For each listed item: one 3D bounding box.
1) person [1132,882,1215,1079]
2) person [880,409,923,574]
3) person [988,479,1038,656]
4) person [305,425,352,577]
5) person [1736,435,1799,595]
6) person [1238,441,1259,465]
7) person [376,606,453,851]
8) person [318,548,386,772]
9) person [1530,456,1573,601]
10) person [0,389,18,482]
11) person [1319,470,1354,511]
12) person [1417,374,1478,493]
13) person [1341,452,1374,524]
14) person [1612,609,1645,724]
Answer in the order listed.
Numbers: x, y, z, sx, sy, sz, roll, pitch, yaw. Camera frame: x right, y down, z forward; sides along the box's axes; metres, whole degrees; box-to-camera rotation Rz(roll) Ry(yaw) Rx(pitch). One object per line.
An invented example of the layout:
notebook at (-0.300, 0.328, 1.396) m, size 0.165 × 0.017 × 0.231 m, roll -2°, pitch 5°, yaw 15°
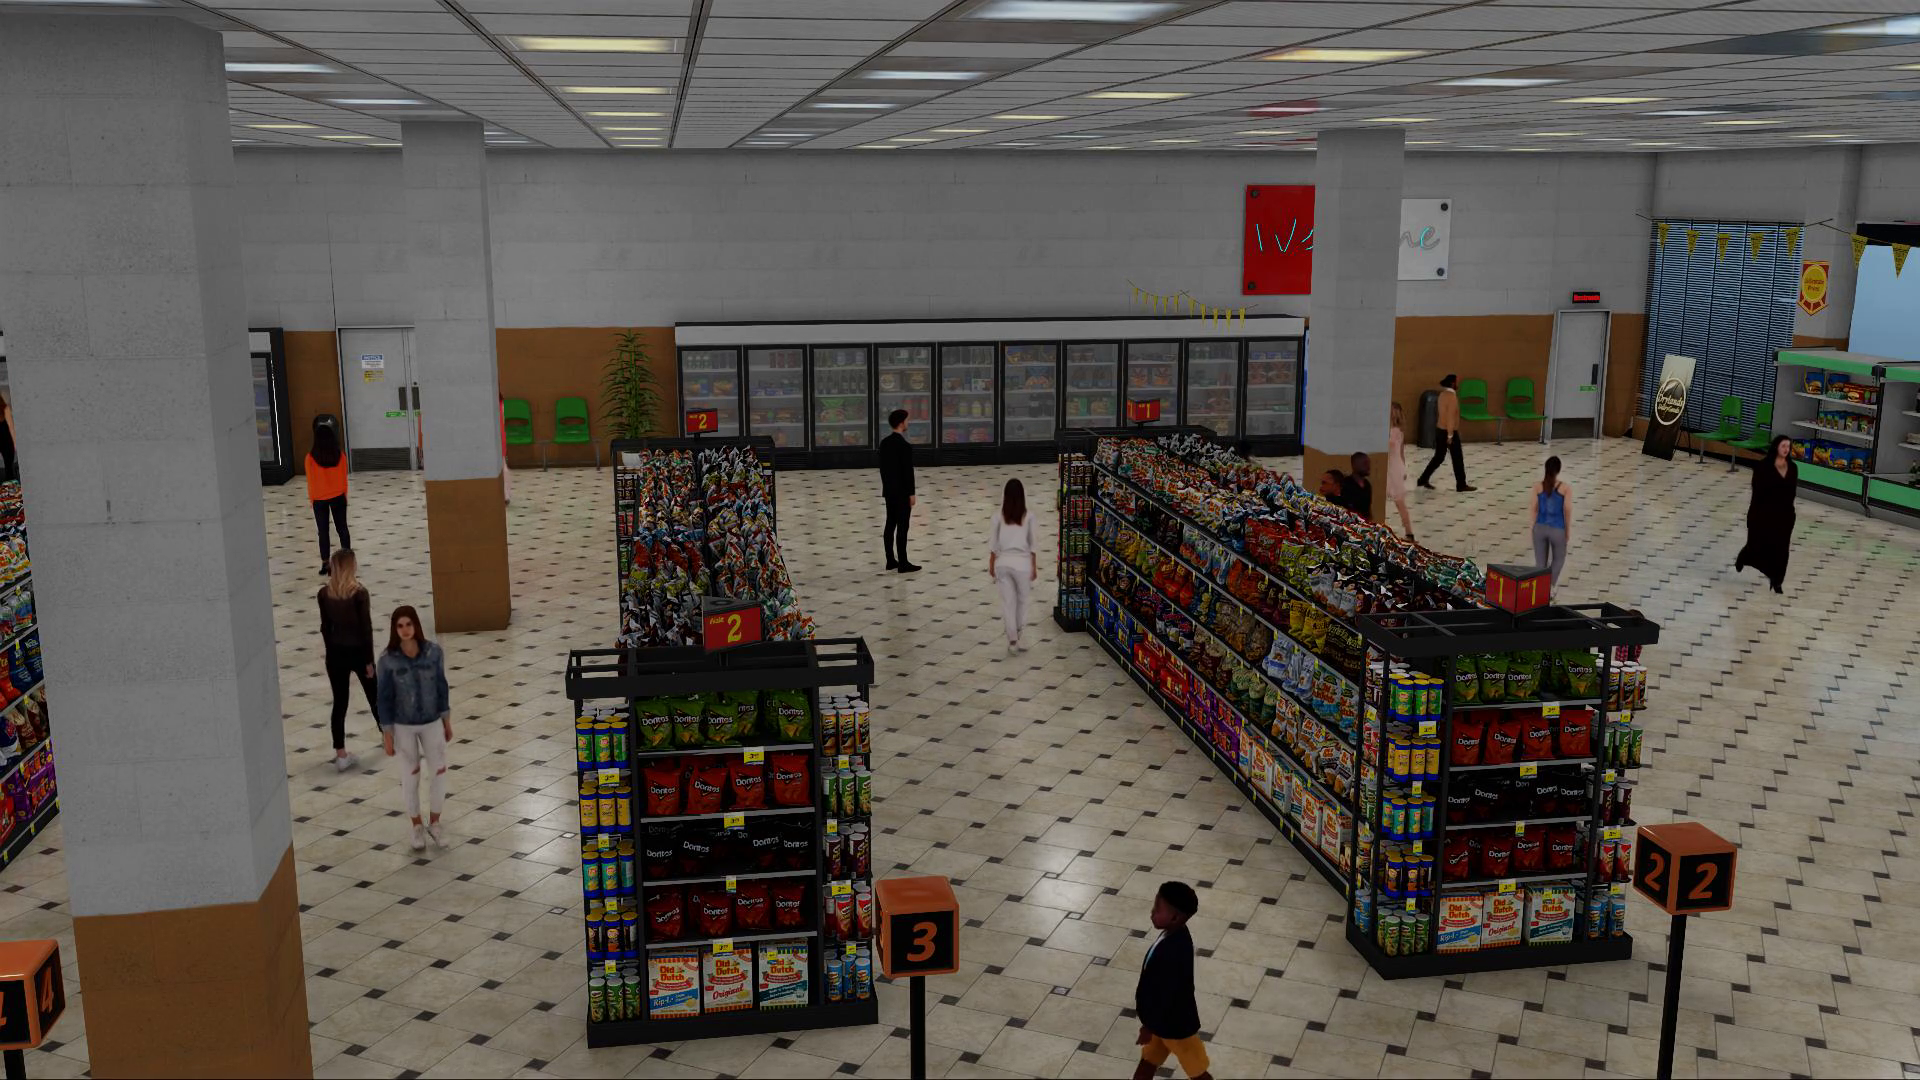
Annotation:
person at (1.055, 2.203, 7.692) m, size 0.708 × 1.240 × 0.877 m, roll 1°, pitch 12°, yaw 4°
person at (-0.722, -0.578, 19.309) m, size 0.849 × 1.894 × 0.731 m, roll -10°, pitch 15°, yaw -39°
person at (0.514, 0.275, 15.824) m, size 0.720 × 1.662 × 1.008 m, roll 0°, pitch 12°, yaw -2°
person at (-7.255, -0.467, 19.139) m, size 0.704 × 1.749 × 0.711 m, roll -9°, pitch 15°, yaw -38°
person at (8.888, -0.290, 18.332) m, size 0.753 × 1.734 × 0.984 m, roll 0°, pitch 12°, yaw -2°
person at (3.609, -0.622, 21.110) m, size 0.679 × 1.240 × 0.945 m, roll 1°, pitch 12°, yaw 6°
person at (-3.666, 1.245, 11.164) m, size 0.706 × 1.684 × 0.690 m, roll -6°, pitch 13°, yaw -27°
person at (-4.699, 0.934, 12.672) m, size 0.868 × 1.671 × 1.098 m, roll 2°, pitch 12°, yaw 11°
person at (6.250, -0.080, 17.654) m, size 0.698 × 1.603 × 0.744 m, roll 6°, pitch 13°, yaw 26°
person at (-13.512, -1.349, 23.383) m, size 0.595 × 1.726 × 0.527 m, roll -1°, pitch 12°, yaw -5°
person at (3.362, 0.295, 15.142) m, size 0.801 × 1.904 × 0.612 m, roll -4°, pitch 13°, yaw -20°
person at (7.042, -1.536, 24.277) m, size 0.751 × 1.722 × 1.008 m, roll -2°, pitch 12°, yaw -7°
person at (3.882, 0.006, 16.740) m, size 0.847 × 1.811 × 0.897 m, roll -10°, pitch 16°, yaw -40°
person at (5.469, 1.068, 13.612) m, size 0.561 × 1.021 × 0.500 m, roll 8°, pitch 14°, yaw 33°
